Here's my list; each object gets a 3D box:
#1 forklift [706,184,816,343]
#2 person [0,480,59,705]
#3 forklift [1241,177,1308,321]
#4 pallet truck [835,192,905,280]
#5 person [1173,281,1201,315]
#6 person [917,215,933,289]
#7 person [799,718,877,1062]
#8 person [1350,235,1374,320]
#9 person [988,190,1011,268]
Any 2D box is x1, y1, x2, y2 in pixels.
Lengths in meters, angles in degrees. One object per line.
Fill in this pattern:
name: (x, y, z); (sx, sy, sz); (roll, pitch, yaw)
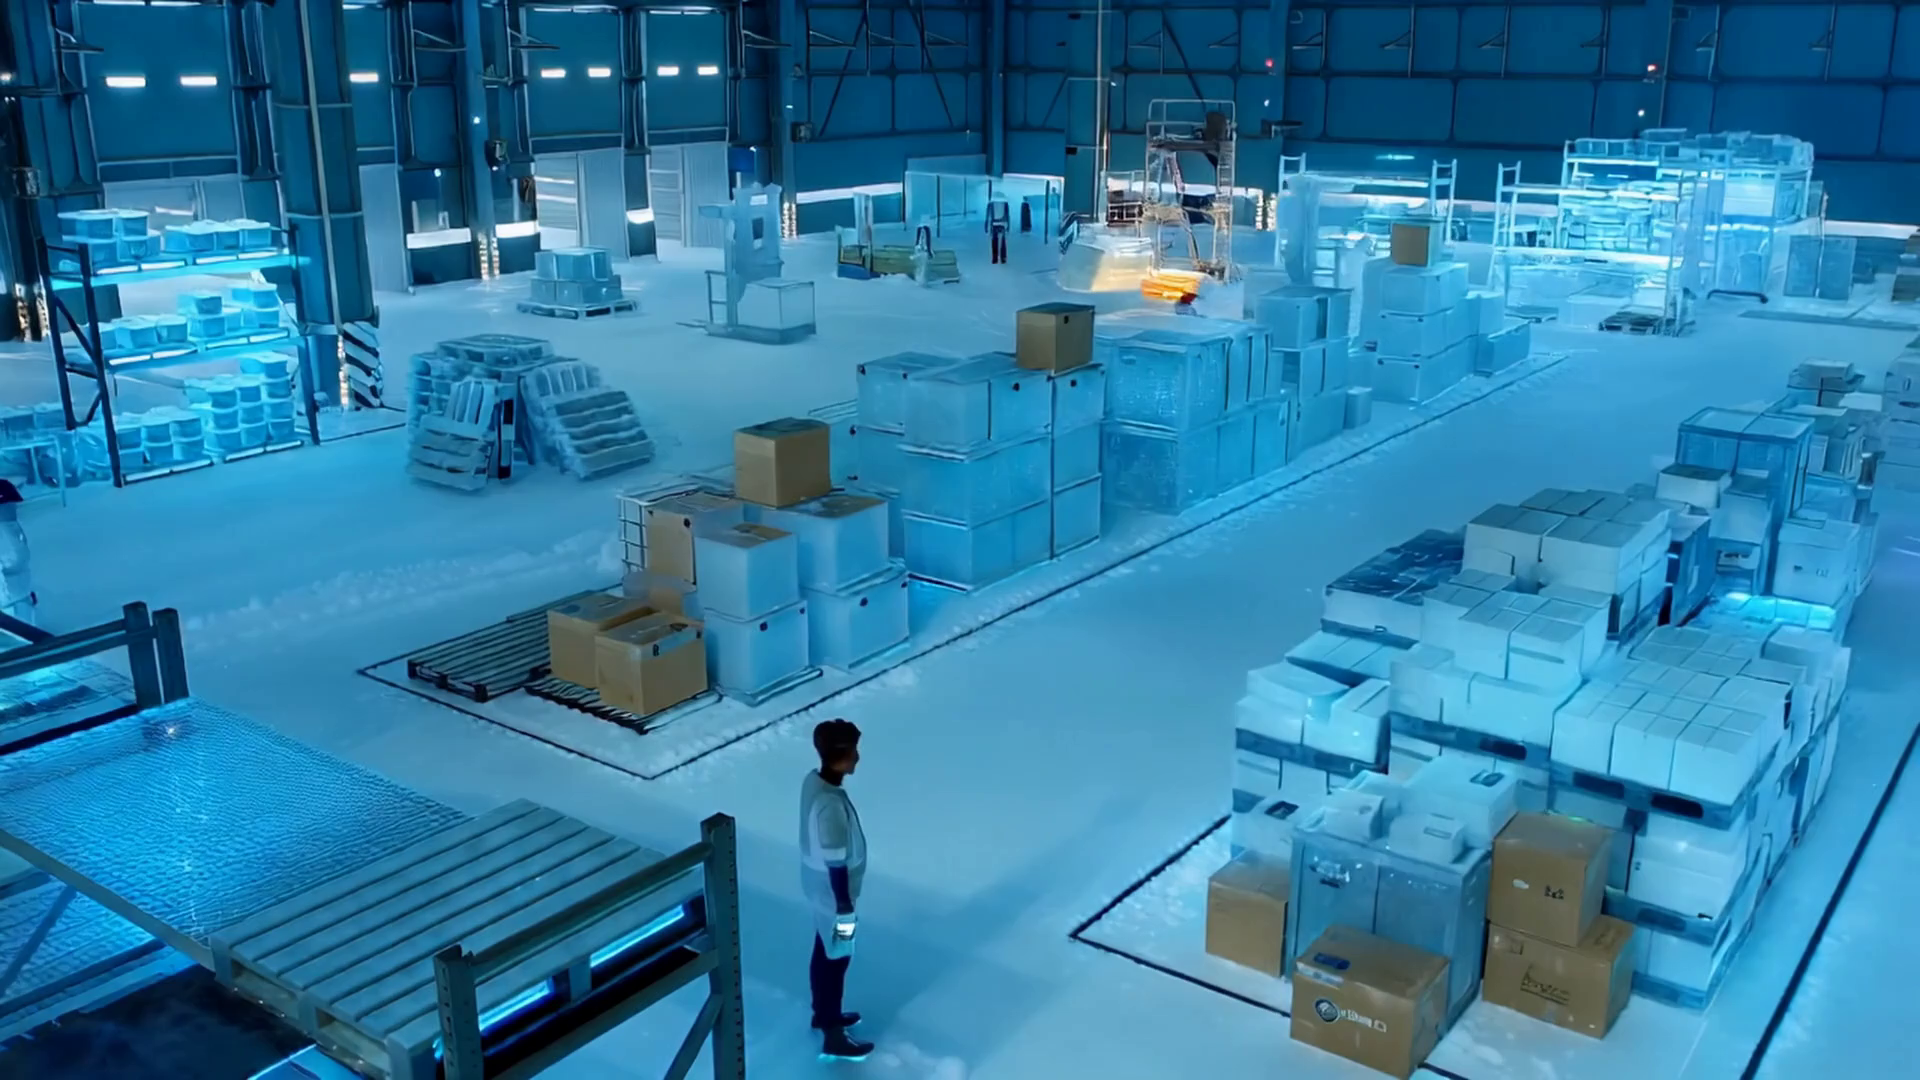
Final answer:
forklift: (-3.717, -5.181, 30.929); (1.873, 2.768, 1.129); (12, 21, 35)
person: (-7.942, 0.430, 13.973); (0.362, 1.928, 0.587); (-3, 17, -11)
forklift: (6.514, -5.649, 32.479); (1.873, 2.768, 1.129); (3, 17, 8)
pallet truck: (-1.936, -7.159, 38.982); (1.885, 1.965, 0.823); (-12, 21, -34)
person: (3.426, -2.957, 25.174); (0.375, 1.933, 0.550); (-6, 18, -20)
person: (-0.807, -6.446, 37.229); (0.310, 1.642, 0.514); (-8, 19, -25)
person: (-0.681, 1.889, 9.073); (0.361, 1.964, 0.614); (-5, 17, -16)
person: (7.449, -4.761, 31.180); (0.784, 1.920, 0.635); (7, 18, 21)
person: (0.957, -7.594, 40.617); (0.585, 1.882, 0.337); (-6, 18, -19)
